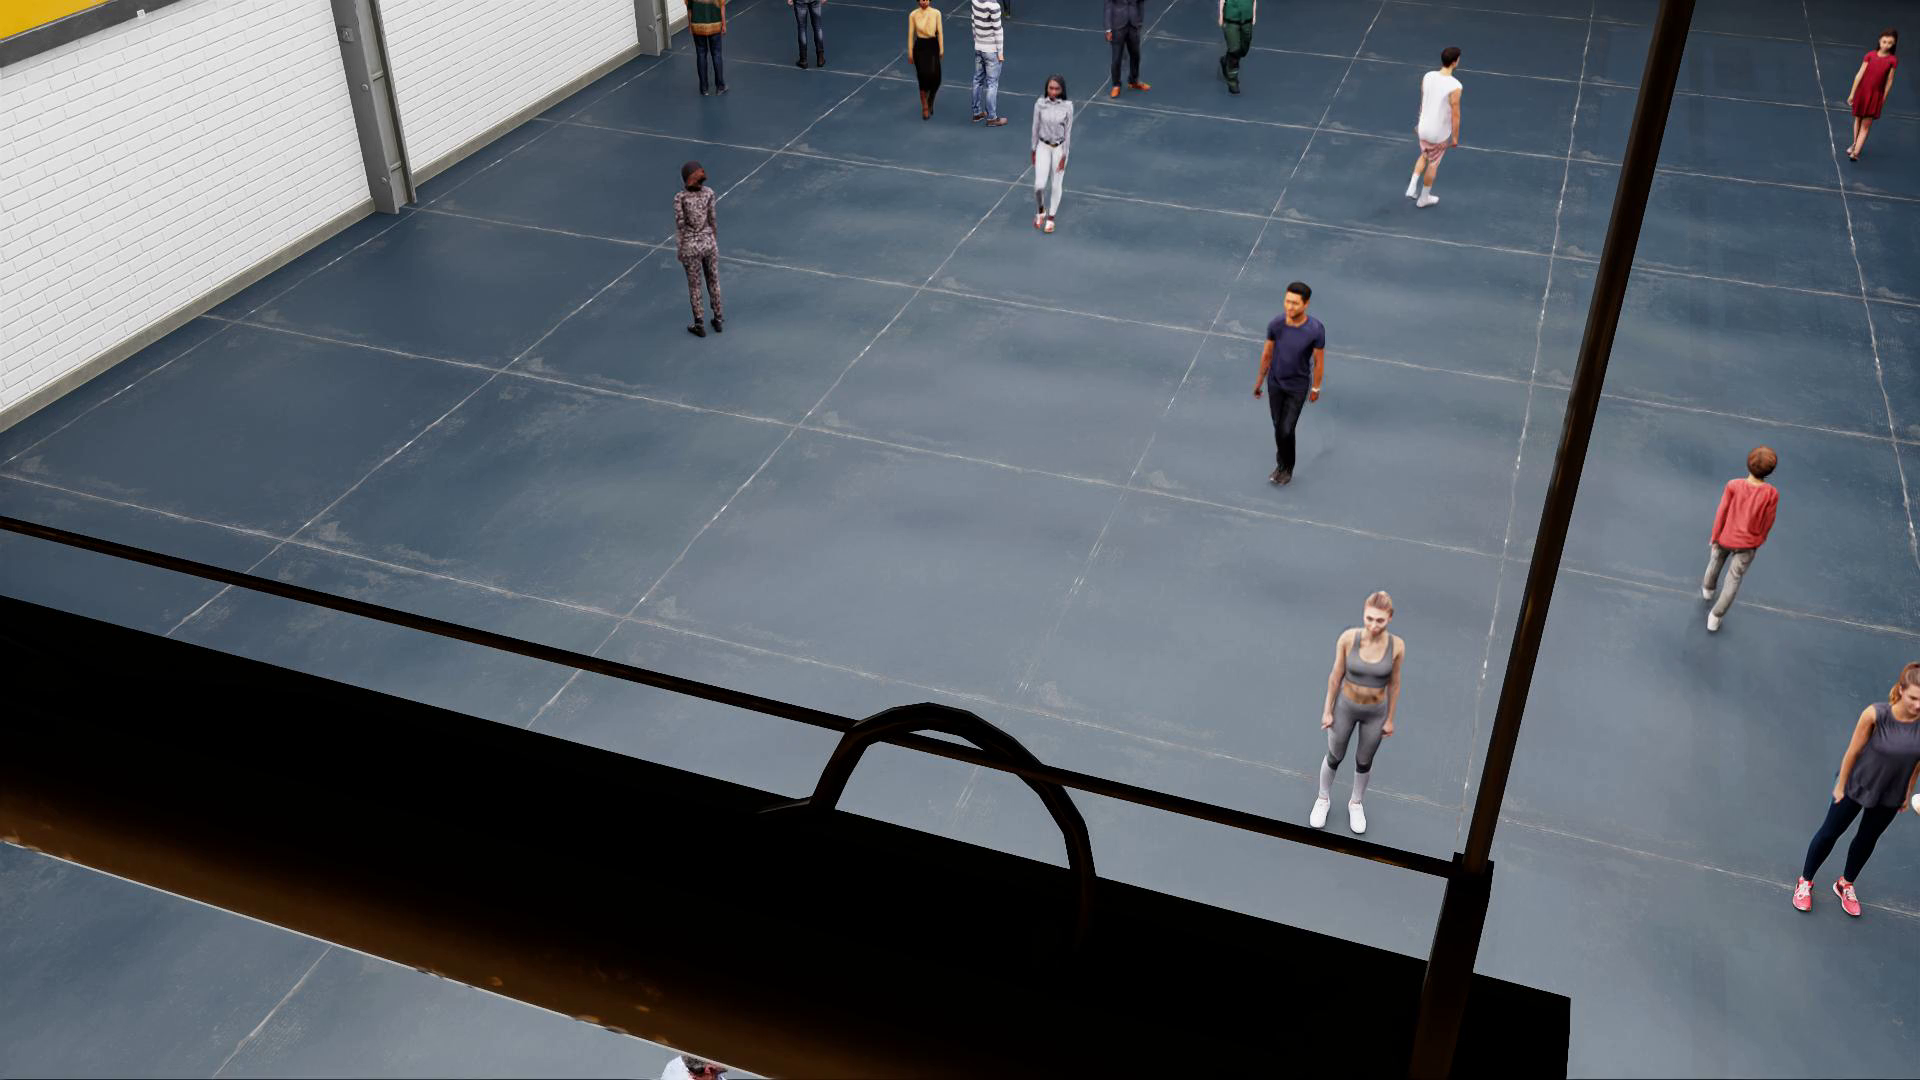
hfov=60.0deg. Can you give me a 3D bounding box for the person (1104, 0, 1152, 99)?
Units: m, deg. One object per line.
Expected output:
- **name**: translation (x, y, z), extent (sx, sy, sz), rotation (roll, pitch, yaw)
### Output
- **person**: translation (2.113, -6.571, 21.257), extent (0.938, 1.786, 0.929), rotation (-17, 37, -24)

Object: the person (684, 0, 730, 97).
- **person**: translation (-3.258, -6.632, 21.332), extent (0.800, 1.805, 0.801), rotation (-2, 34, -2)

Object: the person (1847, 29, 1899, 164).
- **person**: translation (10.670, -5.228, 19.484), extent (0.758, 1.513, 1.089), rotation (24, 40, 31)

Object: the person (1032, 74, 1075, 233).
- **person**: translation (1.002, -4.125, 17.645), extent (0.635, 1.711, 0.642), rotation (7, 34, 10)

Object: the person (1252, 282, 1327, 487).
- **person**: translation (2.670, -1.270, 13.289), extent (0.725, 1.779, 0.710), rotation (23, 40, 30)

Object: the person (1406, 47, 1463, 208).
- **person**: translation (5.107, -4.459, 18.088), extent (0.855, 1.777, 0.814), rotation (-22, 40, -30)

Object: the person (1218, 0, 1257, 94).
- **person**: translation (3.570, -6.745, 21.487), extent (1.015, 1.821, 1.135), rotation (-9, 35, -13)

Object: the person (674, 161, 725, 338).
- **person**: translation (-2.439, -2.727, 15.540), extent (0.669, 1.714, 0.744), rotation (-20, 39, -27)

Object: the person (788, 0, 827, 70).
- **person**: translation (-2.041, -7.289, 22.238), extent (0.760, 1.897, 0.779), rotation (-8, 34, -12)

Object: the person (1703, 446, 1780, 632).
- **person**: translation (5.465, 0.018, 11.699), extent (0.612, 1.393, 0.879), rotation (19, 38, 26)

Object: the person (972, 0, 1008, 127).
- **person**: translation (0.332, -6.031, 20.383), extent (0.715, 1.854, 0.725), rotation (-25, 41, -32)

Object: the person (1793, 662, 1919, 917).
- **person**: translation (5.118, 1.395, 9.330), extent (0.596, 1.722, 0.568), rotation (7, 34, 10)

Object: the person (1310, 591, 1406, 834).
- **person**: translation (2.384, 1.022, 9.909), extent (0.602, 1.702, 0.556), rotation (6, 34, 9)

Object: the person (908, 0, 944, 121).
- **person**: translation (-0.419, -6.023, 20.561), extent (0.712, 1.644, 0.748), rotation (-3, 34, -5)
